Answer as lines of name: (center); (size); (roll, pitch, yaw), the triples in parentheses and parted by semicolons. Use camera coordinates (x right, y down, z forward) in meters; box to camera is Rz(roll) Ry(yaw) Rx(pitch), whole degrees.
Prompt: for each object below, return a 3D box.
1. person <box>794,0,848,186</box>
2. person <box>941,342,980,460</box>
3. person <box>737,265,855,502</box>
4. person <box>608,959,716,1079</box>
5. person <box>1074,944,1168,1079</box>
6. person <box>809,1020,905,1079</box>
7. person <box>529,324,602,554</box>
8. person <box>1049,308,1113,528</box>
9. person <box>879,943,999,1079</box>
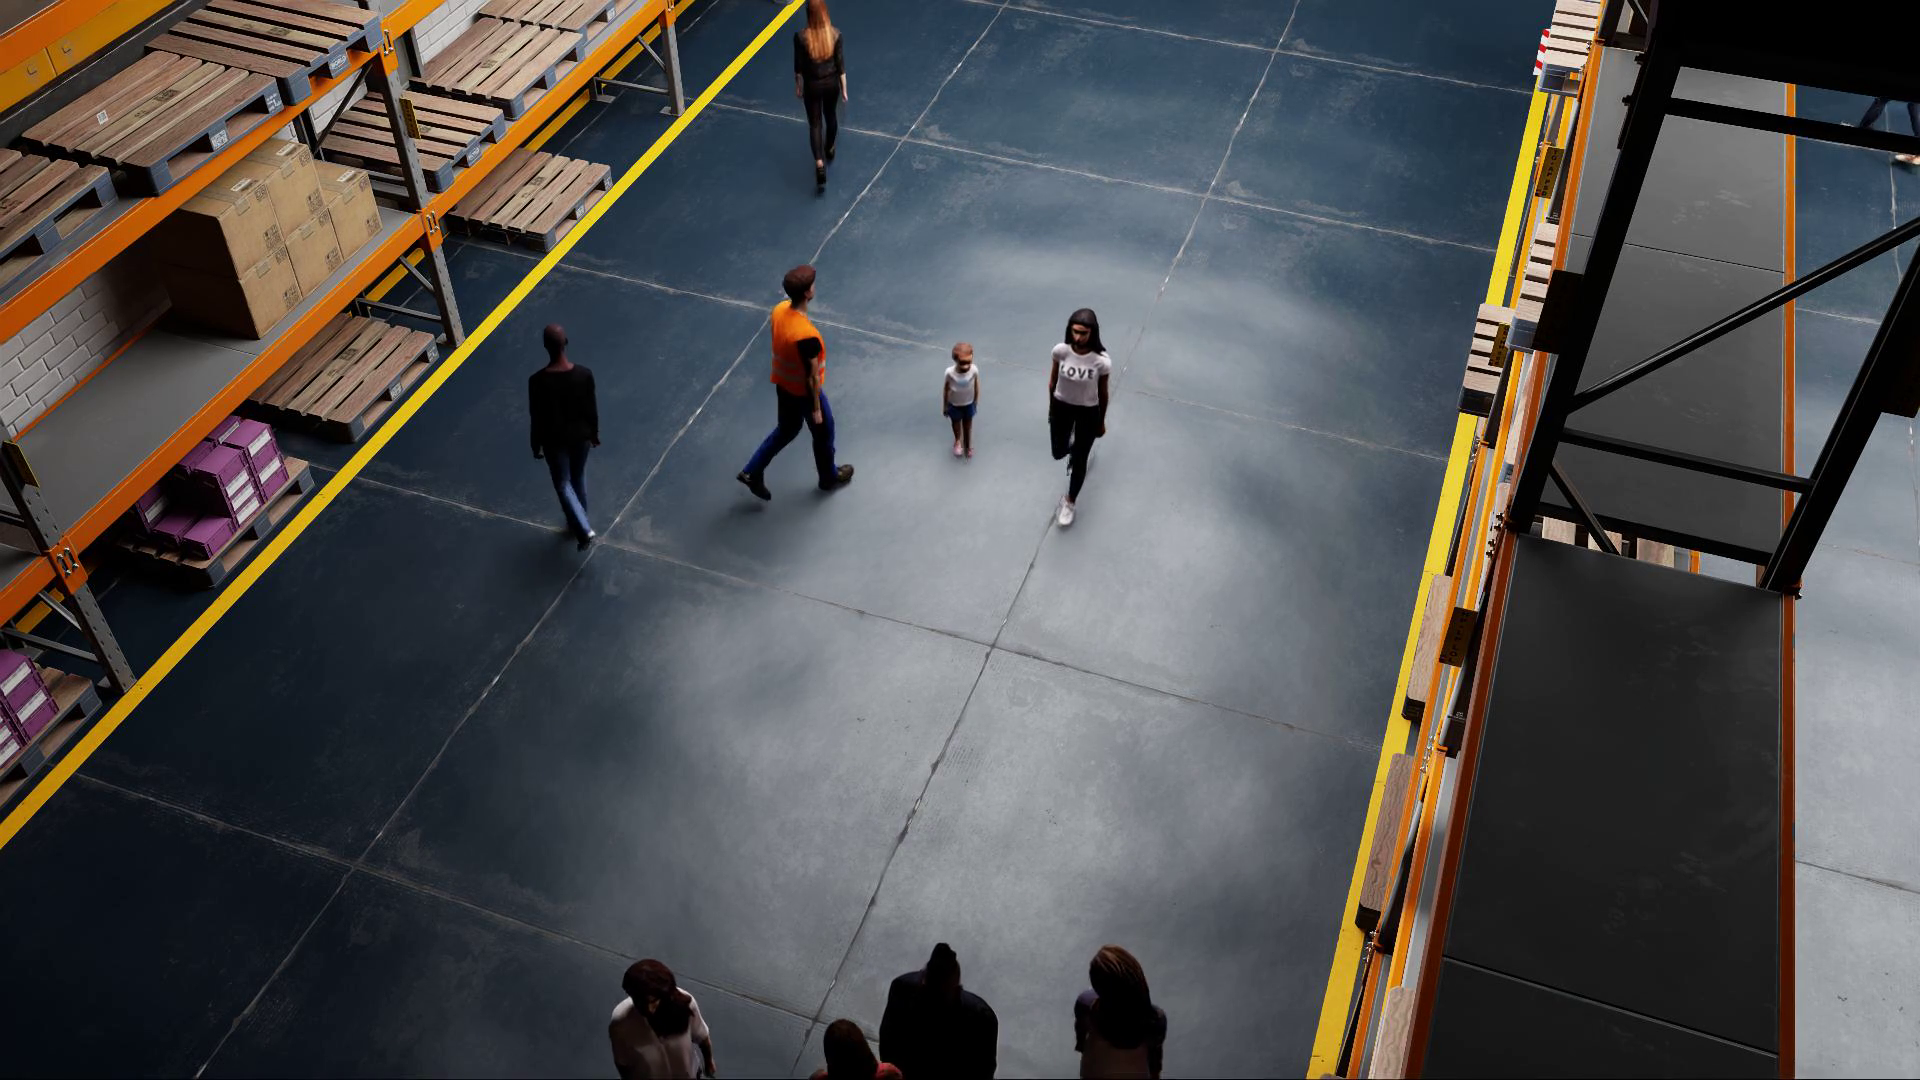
person: (-1.259, -4.044, 15.034); (0.950, 1.684, 1.184); (-5, 44, -5)
person: (0.002, -1.079, 12.409); (0.488, 1.012, 0.515); (-1, 44, -1)
person: (-1.220, -1.046, 11.768); (1.243, 1.848, 1.112); (-22, 48, -22)
person: (-1.451, 2.523, 8.079); (1.063, 1.769, 1.125); (-18, 46, -18)
person: (0.722, 2.641, 8.017); (0.650, 1.684, 0.965); (14, 45, 14)
person: (-0.433, 2.881, 7.777); (0.847, 1.668, 0.918); (-5, 44, -5)
person: (-2.677, -0.649, 11.445); (0.982, 1.719, 1.055); (-18, 47, -18)
person: (0.843, -0.928, 11.707); (0.583, 1.762, 0.868); (14, 45, 14)
person: (-0.103, 2.533, 8.003); (0.748, 1.859, 0.684); (17, 46, 17)
